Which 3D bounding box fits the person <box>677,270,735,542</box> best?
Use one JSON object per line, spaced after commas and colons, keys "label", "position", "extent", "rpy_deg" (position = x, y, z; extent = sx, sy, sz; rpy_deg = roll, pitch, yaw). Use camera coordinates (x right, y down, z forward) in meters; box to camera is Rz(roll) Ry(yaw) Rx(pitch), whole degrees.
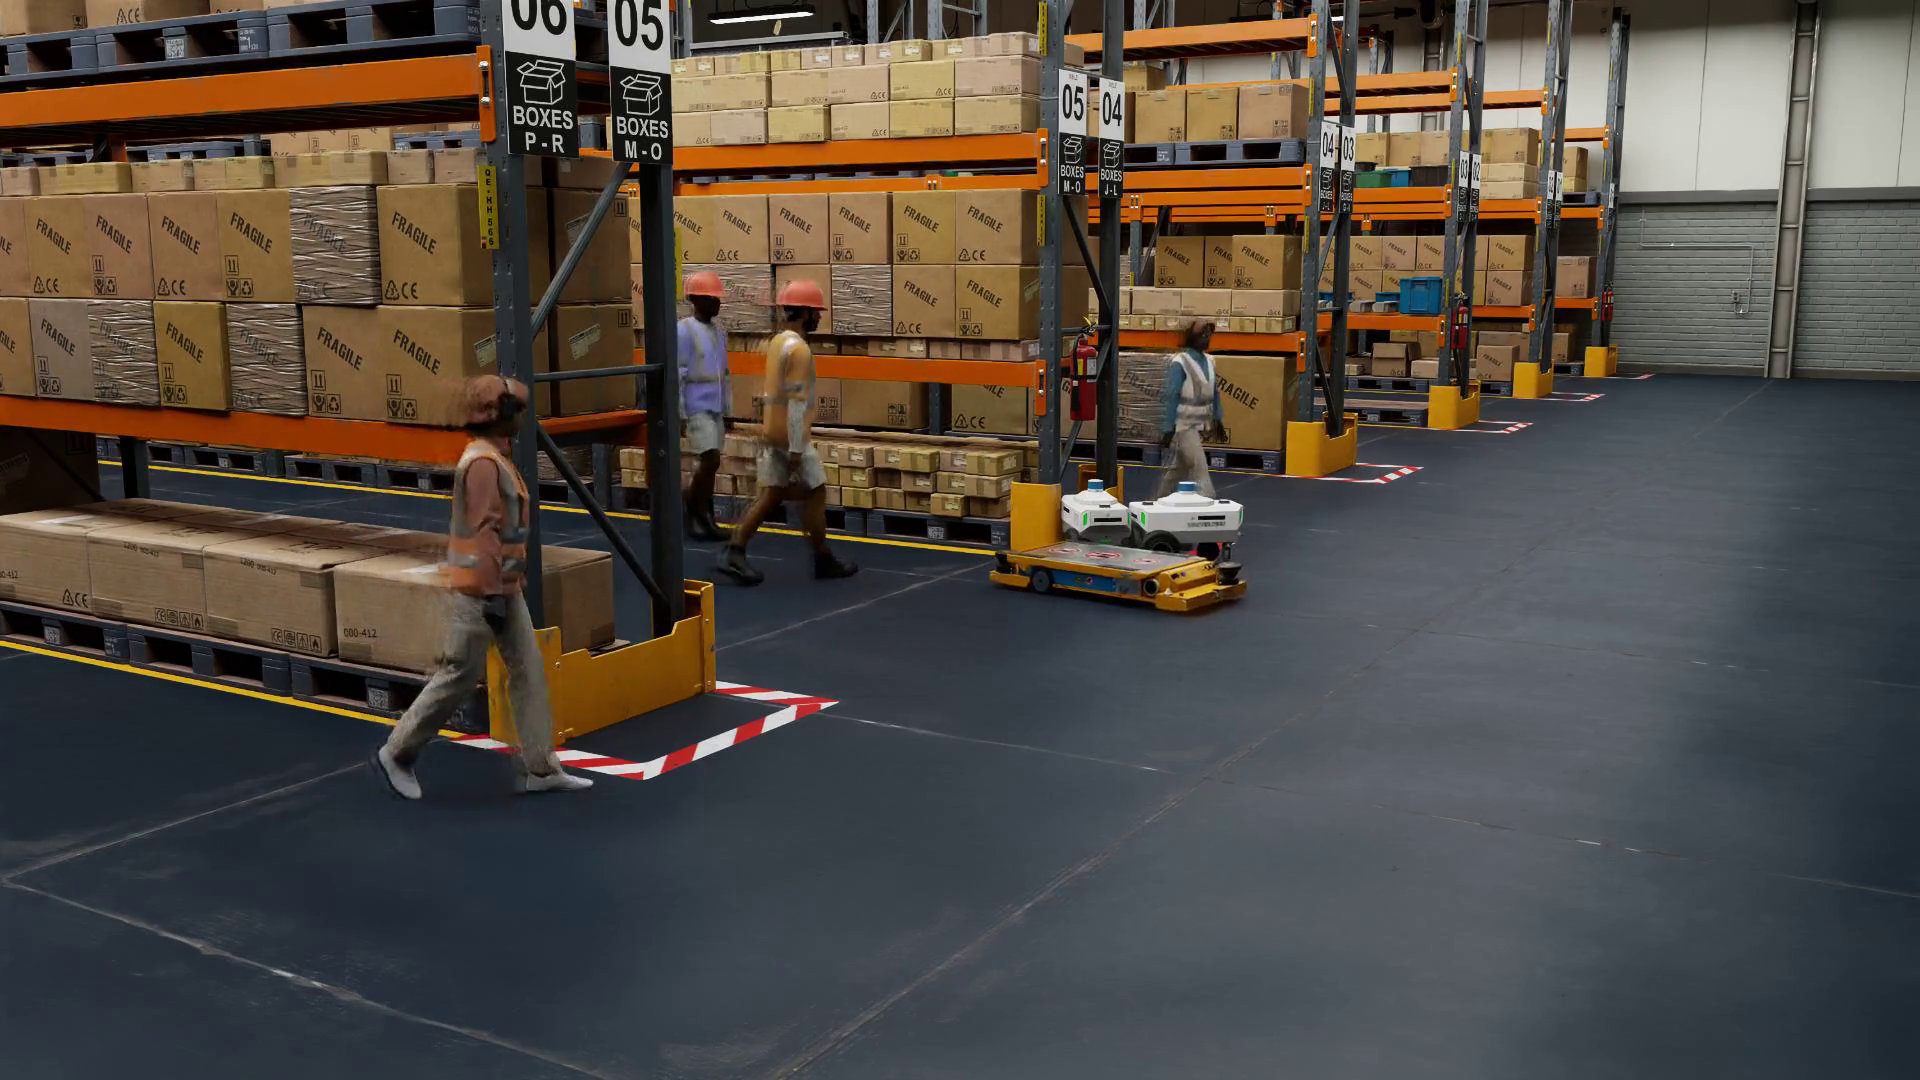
{"label": "person", "position": [-1.784, -0.932, 11.768], "extent": [0.400, 1.926, 0.567], "rpy_deg": [5, 11, 26]}

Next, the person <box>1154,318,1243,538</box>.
{"label": "person", "position": [1.699, -0.816, 12.095], "extent": [0.874, 1.595, 0.528], "rpy_deg": [7, 12, 35]}

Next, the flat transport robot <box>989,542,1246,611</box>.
{"label": "flat transport robot", "position": [0.935, 0.195, 10.016], "extent": [1.431, 0.197, 0.652], "rpy_deg": [8, 13, 39]}

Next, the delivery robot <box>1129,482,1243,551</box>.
{"label": "delivery robot", "position": [1.477, -0.138, 10.864], "extent": [0.707, 0.478, 0.477], "rpy_deg": [-1, 10, -9]}

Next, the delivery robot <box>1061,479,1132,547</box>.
{"label": "delivery robot", "position": [0.890, -0.157, 10.972], "extent": [0.477, 0.478, 0.707], "rpy_deg": [-1, 10, -9]}

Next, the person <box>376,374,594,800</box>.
{"label": "person", "position": [-1.828, 0.186, 6.227], "extent": [0.769, 1.600, 0.578], "rpy_deg": [-1, 10, -6]}

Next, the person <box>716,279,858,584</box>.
{"label": "person", "position": [-1.103, -0.652, 10.286], "extent": [0.883, 1.904, 0.550], "rpy_deg": [-5, 11, -26]}
